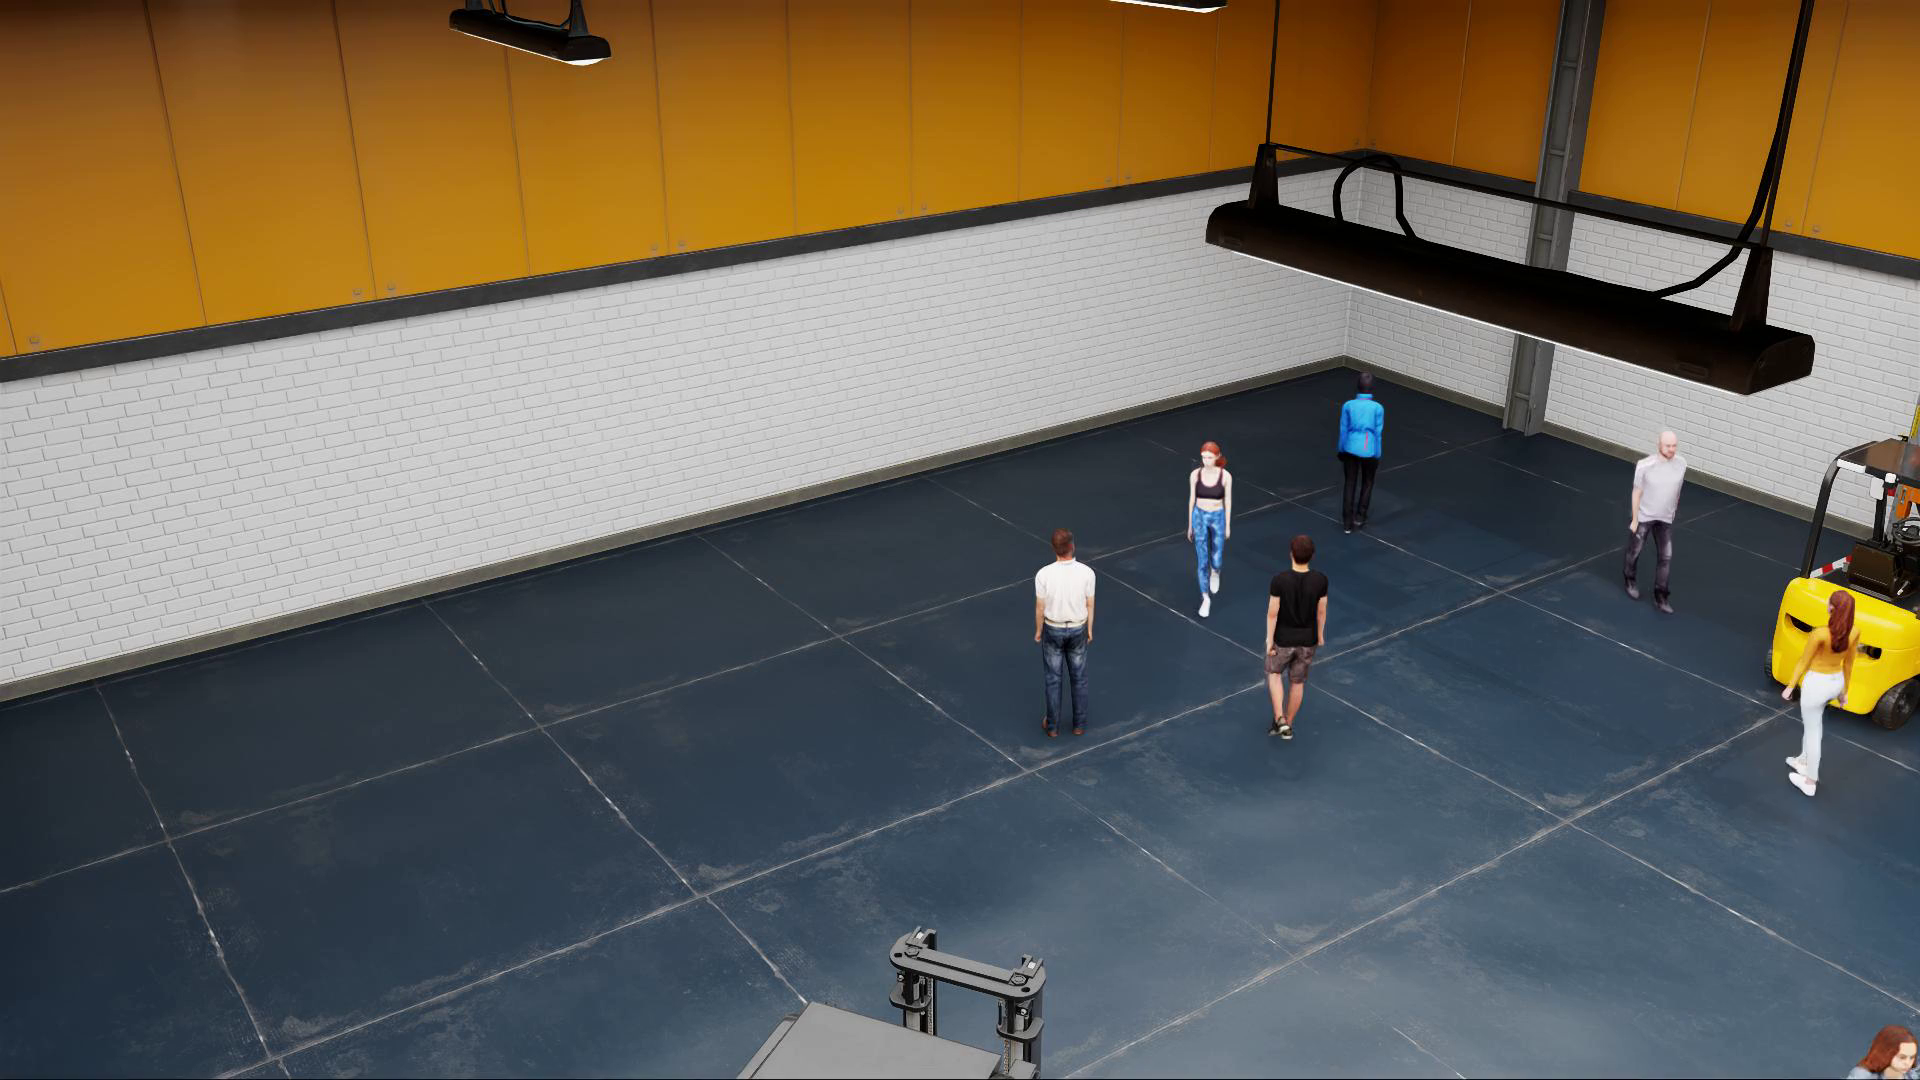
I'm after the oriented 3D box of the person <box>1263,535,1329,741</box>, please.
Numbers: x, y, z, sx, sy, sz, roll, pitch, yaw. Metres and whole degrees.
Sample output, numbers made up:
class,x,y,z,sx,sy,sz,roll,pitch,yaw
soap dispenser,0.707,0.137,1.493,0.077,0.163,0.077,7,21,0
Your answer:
class,x,y,z,sx,sy,sz,roll,pitch,yaw
person,2.775,0.852,13.759,0.872,1.849,0.935,0,24,0

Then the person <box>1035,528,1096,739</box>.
class,x,y,z,sx,sy,sz,roll,pitch,yaw
person,0.874,0.783,13.914,0.749,1.851,0.757,-2,24,-4

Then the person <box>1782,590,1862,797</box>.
class,x,y,z,sx,sy,sz,roll,pitch,yaw
person,6.805,1.233,13.029,0.700,1.735,0.787,-6,24,-14

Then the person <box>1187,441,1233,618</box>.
class,x,y,z,sx,sy,sz,roll,pitch,yaw
person,2.406,-0.142,16.131,0.847,1.771,0.895,4,24,9

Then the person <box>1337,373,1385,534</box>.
class,x,y,z,sx,sy,sz,roll,pitch,yaw
person,4.274,-0.899,17.853,0.782,1.777,0.850,9,25,20

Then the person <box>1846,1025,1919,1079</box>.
class,x,y,z,sx,sy,sz,roll,pitch,yaw
person,4.827,3.176,8.918,0.676,1.467,0.691,-3,24,-8

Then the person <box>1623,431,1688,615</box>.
class,x,y,z,sx,sy,sz,roll,pitch,yaw
person,6.778,-0.257,16.358,1.036,1.799,1.165,0,24,1
